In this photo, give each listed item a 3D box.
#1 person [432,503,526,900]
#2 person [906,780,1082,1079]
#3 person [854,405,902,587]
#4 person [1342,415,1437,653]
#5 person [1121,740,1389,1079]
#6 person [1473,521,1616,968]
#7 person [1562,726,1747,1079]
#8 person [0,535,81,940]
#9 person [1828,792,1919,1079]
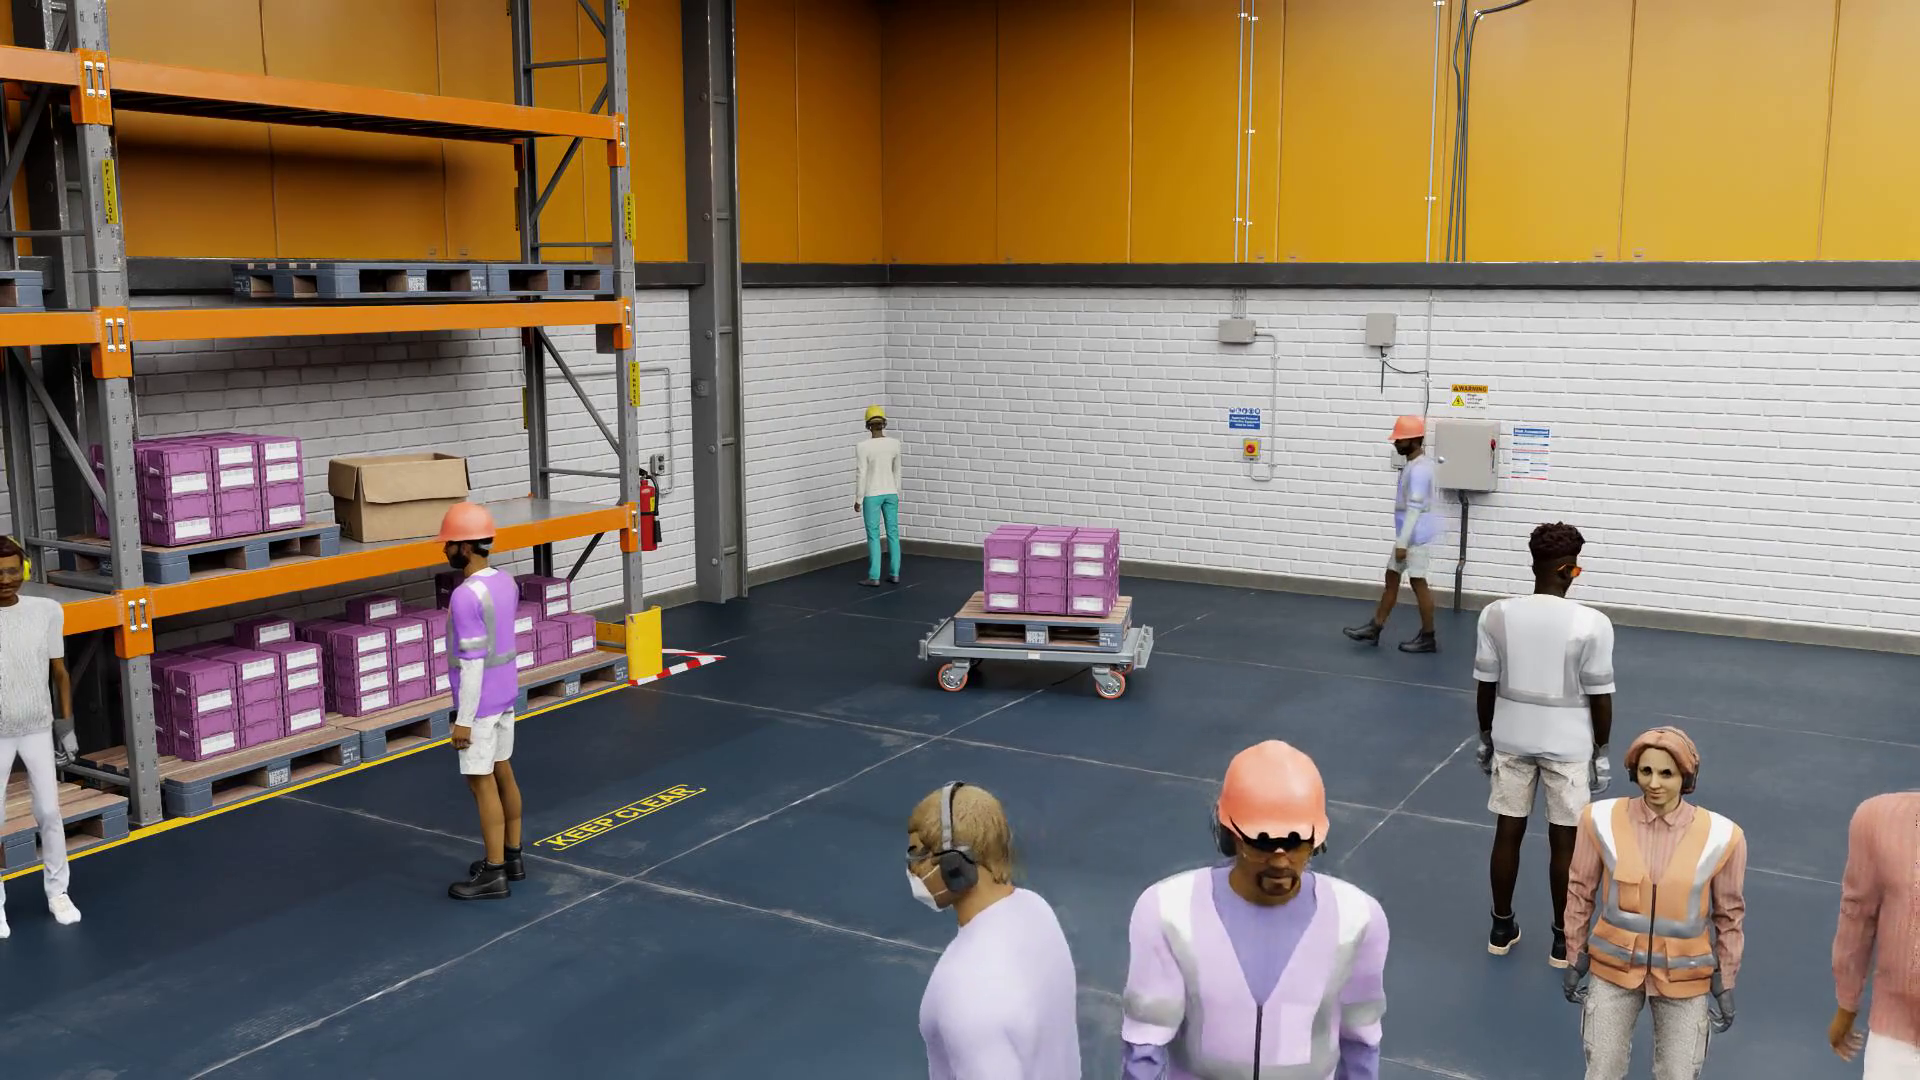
[{"bbox_3d":[-2.346,0.779,8.083,0.367,1.933,0.553,1,9,6],"label":"person"},{"bbox_3d":[0.082,1.489,3.738,0.463,1.910,0.659,3,10,19],"label":"person"},{"bbox_3d":[-0.799,-0.423,16.132,0.523,1.763,0.329,-7,11,-36],"label":"person"},{"bbox_3d":[3.469,-0.038,13.250,0.783,1.910,0.572,1,9,7],"label":"person"},{"bbox_3d":[0.691,1.425,3.938,0.618,1.982,1.071,1,9,7],"label":"person"},{"bbox_3d":[2.565,0.892,7.312,0.600,1.958,0.378,7,11,36],"label":"person"},{"bbox_3d":[2.170,1.383,5.240,0.523,1.639,0.309,4,10,26],"label":"person"},{"bbox_3d":[-4.340,0.893,7.632,0.505,1.860,0.320,-7,12,-38],"label":"person"},{"bbox_3d":[2.652,1.352,4.459,0.648,1.941,1.027,7,12,38],"label":"person"}]
